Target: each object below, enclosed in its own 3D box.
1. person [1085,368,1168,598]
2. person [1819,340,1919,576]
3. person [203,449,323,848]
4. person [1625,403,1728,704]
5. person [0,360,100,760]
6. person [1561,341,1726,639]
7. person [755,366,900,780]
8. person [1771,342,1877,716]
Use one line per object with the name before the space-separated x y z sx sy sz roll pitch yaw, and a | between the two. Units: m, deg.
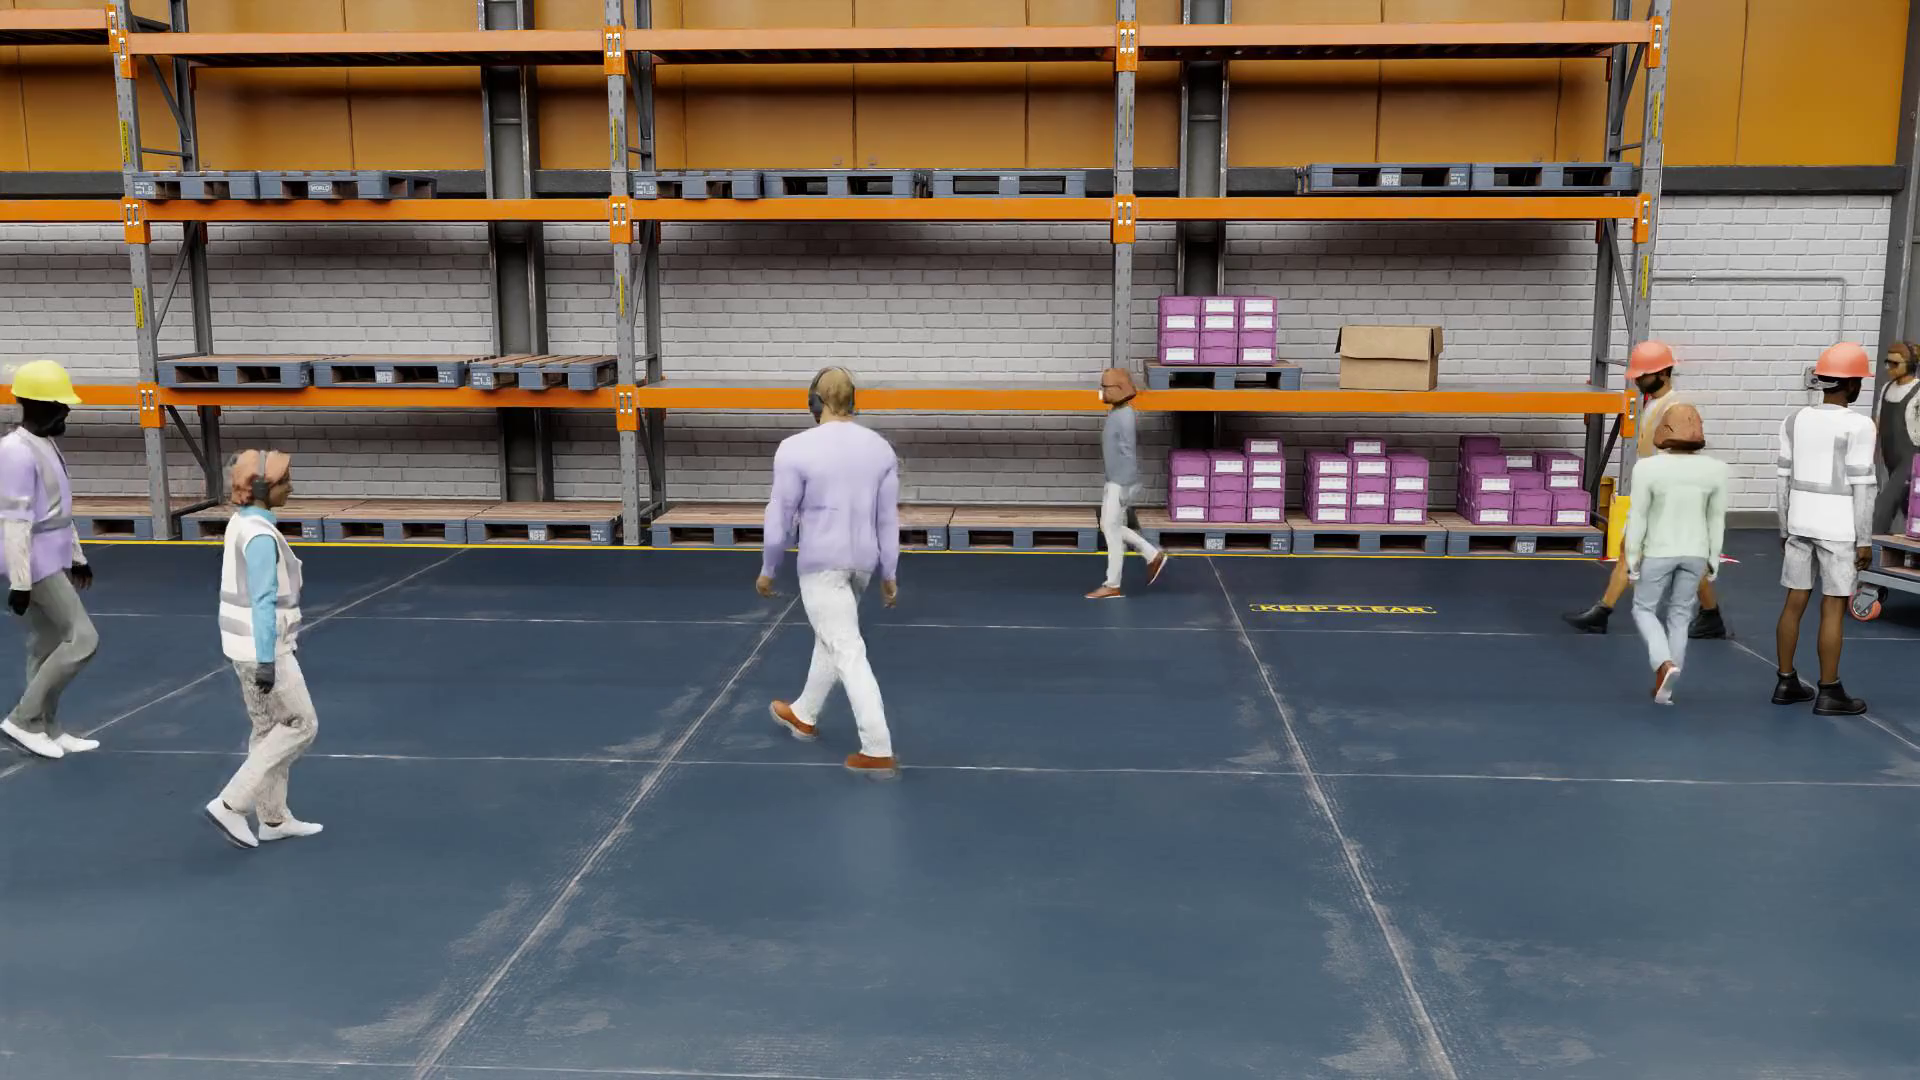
person | 1.162 -0.391 11.575 0.524 1.618 0.502 -1 10 -6
person | 6.591 -0.520 11.802 0.997 1.782 0.575 0 10 2
person | -2.801 0.445 6.662 0.413 1.623 0.513 -7 12 -34
person | 3.750 0.101 8.700 0.504 1.617 0.536 1 10 5
person | -4.291 0.107 7.830 0.417 1.906 0.611 -5 11 -25
person | 4.328 -0.298 10.302 0.995 1.864 0.600 1 10 5
person | -0.606 0.129 7.808 0.632 1.877 1.071 -9 13 -43
person | 4.525 -0.059 8.680 0.368 1.939 0.542 -4 11 -23
